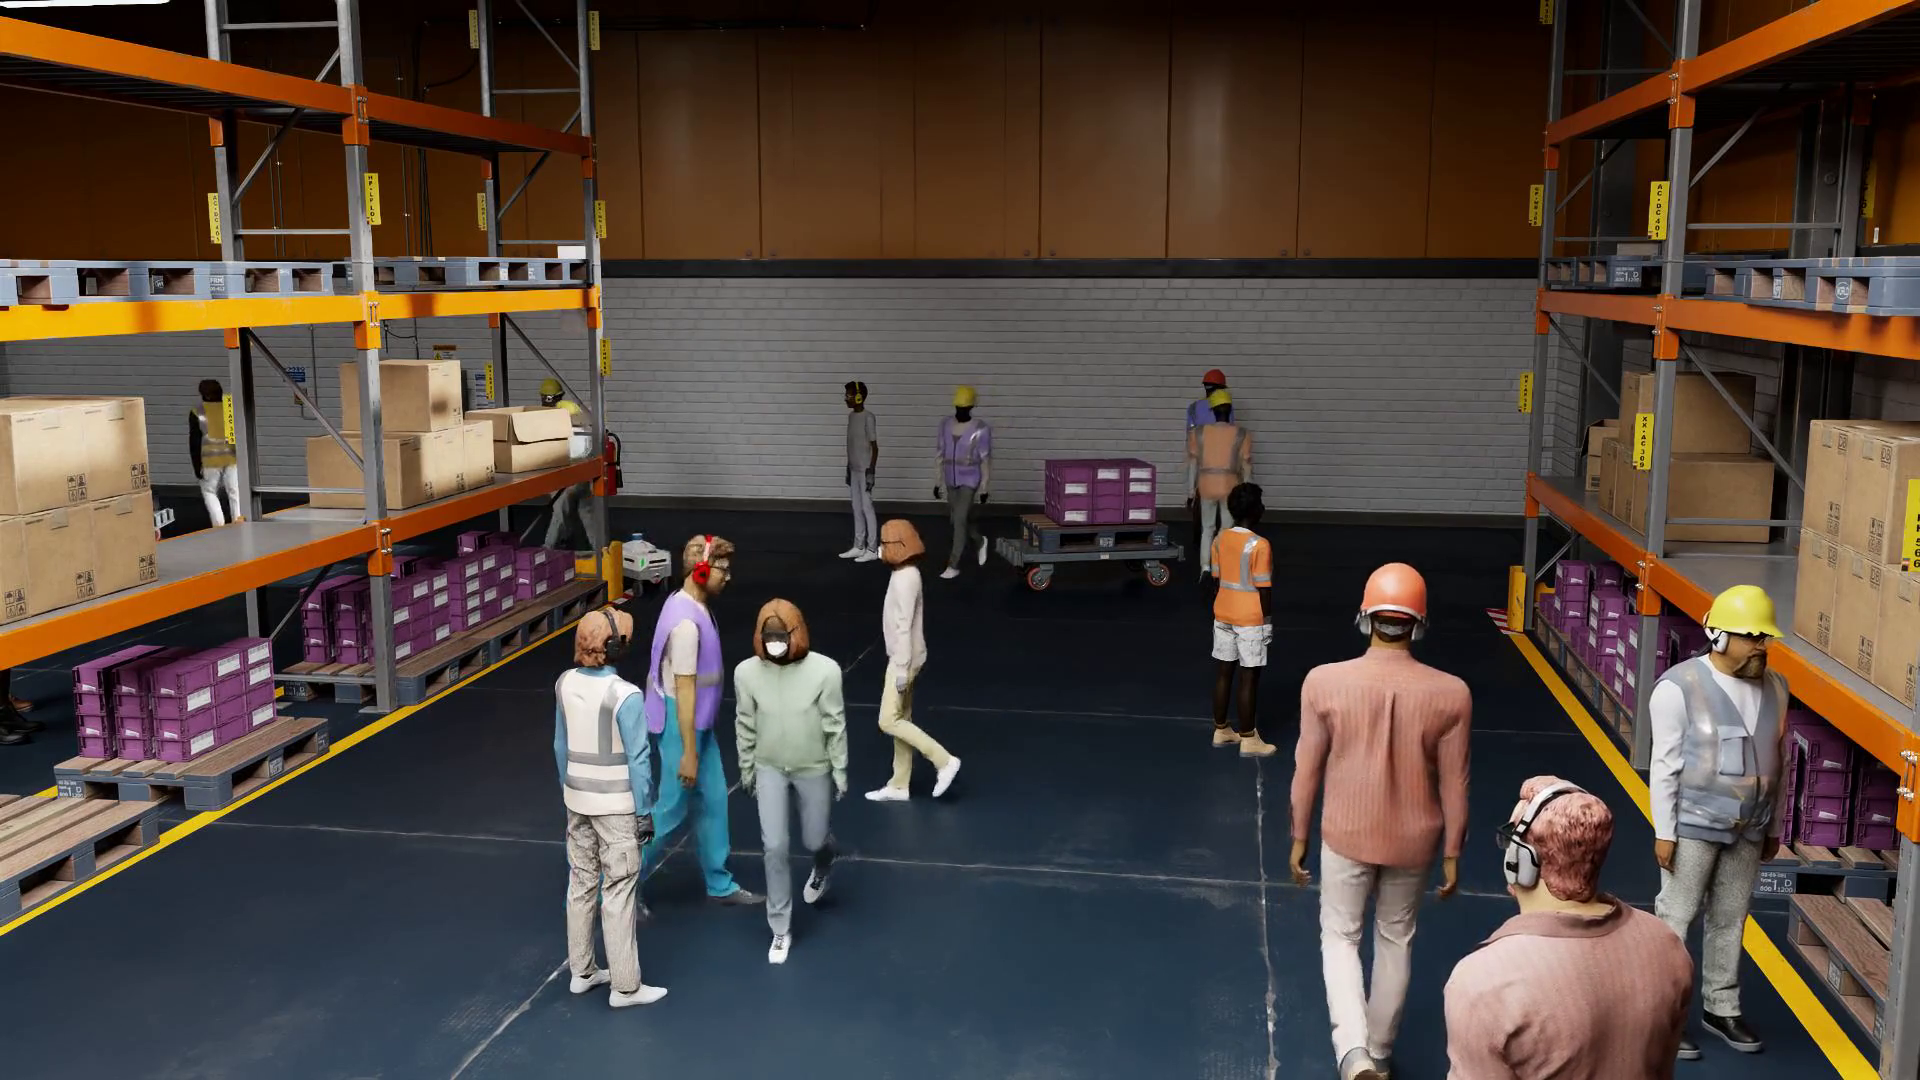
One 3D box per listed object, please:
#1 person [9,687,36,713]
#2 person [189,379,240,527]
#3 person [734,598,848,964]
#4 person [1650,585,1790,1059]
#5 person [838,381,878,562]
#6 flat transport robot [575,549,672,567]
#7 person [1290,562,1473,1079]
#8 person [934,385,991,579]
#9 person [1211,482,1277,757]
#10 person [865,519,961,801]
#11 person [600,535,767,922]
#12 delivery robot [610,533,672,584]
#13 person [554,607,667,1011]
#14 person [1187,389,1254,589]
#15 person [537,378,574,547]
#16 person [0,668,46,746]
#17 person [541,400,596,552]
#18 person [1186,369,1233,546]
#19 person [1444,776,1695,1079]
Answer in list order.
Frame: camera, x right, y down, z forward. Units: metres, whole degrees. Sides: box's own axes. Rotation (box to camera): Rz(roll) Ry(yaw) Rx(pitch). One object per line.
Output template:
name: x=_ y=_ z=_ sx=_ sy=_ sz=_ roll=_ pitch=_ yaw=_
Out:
person: x=-6.484 y=0.246 z=11.046 sx=0.372 sy=1.940 sz=0.630 roll=0 pitch=9 yaw=3
person: x=-8.030 y=-0.843 z=18.120 sx=0.673 sy=1.824 sz=0.442 roll=-6 pitch=11 yaw=-34
person: x=-0.725 y=1.004 z=7.407 sx=0.514 sy=1.599 sz=0.665 roll=1 pitch=9 yaw=7
person: x=2.903 y=1.066 z=6.352 sx=0.593 sy=1.826 sz=0.403 roll=-2 pitch=10 yaw=-15
person: x=-1.033 y=-0.705 z=17.141 sx=0.325 sy=1.865 sz=0.516 roll=-6 pitch=11 yaw=-31
flat transport robot: x=-3.541 y=0.248 z=16.132 sx=1.431 sy=0.197 sz=0.652 roll=-1 pitch=10 yaw=-6
person: x=1.492 y=1.065 z=5.902 sx=0.624 sy=1.970 sz=0.771 roll=1 pitch=9 yaw=9
person: x=0.071 y=-0.591 z=16.345 sx=0.612 sy=1.894 sz=0.790 roll=6 pitch=11 yaw=34
person: x=1.755 y=0.488 z=10.290 sx=0.318 sy=1.700 sz=0.535 roll=-5 pitch=11 yaw=-29
person: x=-0.282 y=0.686 z=9.290 sx=0.458 sy=1.619 sz=0.523 roll=0 pitch=9 yaw=-1
person: x=-1.292 y=0.875 z=7.670 sx=0.643 sy=1.852 sz=0.627 roll=-1 pitch=9 yaw=-5
delivery robot: x=-2.978 y=0.181 z=15.412 sx=0.477 sy=0.478 sz=0.707 roll=-8 pitch=12 yaw=-40
person: x=-1.442 y=1.088 z=6.777 sx=0.523 sy=1.638 sz=0.310 roll=7 pitch=12 yaw=37
person: x=2.416 y=-0.447 z=15.424 sx=0.625 sy=1.898 sz=0.430 roll=3 pitch=10 yaw=17
person: x=-4.378 y=-0.833 z=18.022 sx=0.404 sy=1.834 sz=0.592 roll=1 pitch=9 yaw=3
person: x=-6.084 y=0.331 z=10.560 sx=0.383 sy=1.927 sz=0.543 roll=-1 pitch=9 yaw=-9
person: x=-3.943 y=-0.541 z=16.635 sx=0.856 sy=1.697 sz=0.489 roll=2 pitch=9 yaw=13
person: x=2.726 y=-0.882 z=18.038 sx=0.544 sy=1.927 sz=0.384 roll=6 pitch=11 yaw=34
person: x=1.273 y=1.457 z=3.675 sx=0.643 sy=1.910 sz=0.400 roll=-4 pitch=10 yaw=-25
